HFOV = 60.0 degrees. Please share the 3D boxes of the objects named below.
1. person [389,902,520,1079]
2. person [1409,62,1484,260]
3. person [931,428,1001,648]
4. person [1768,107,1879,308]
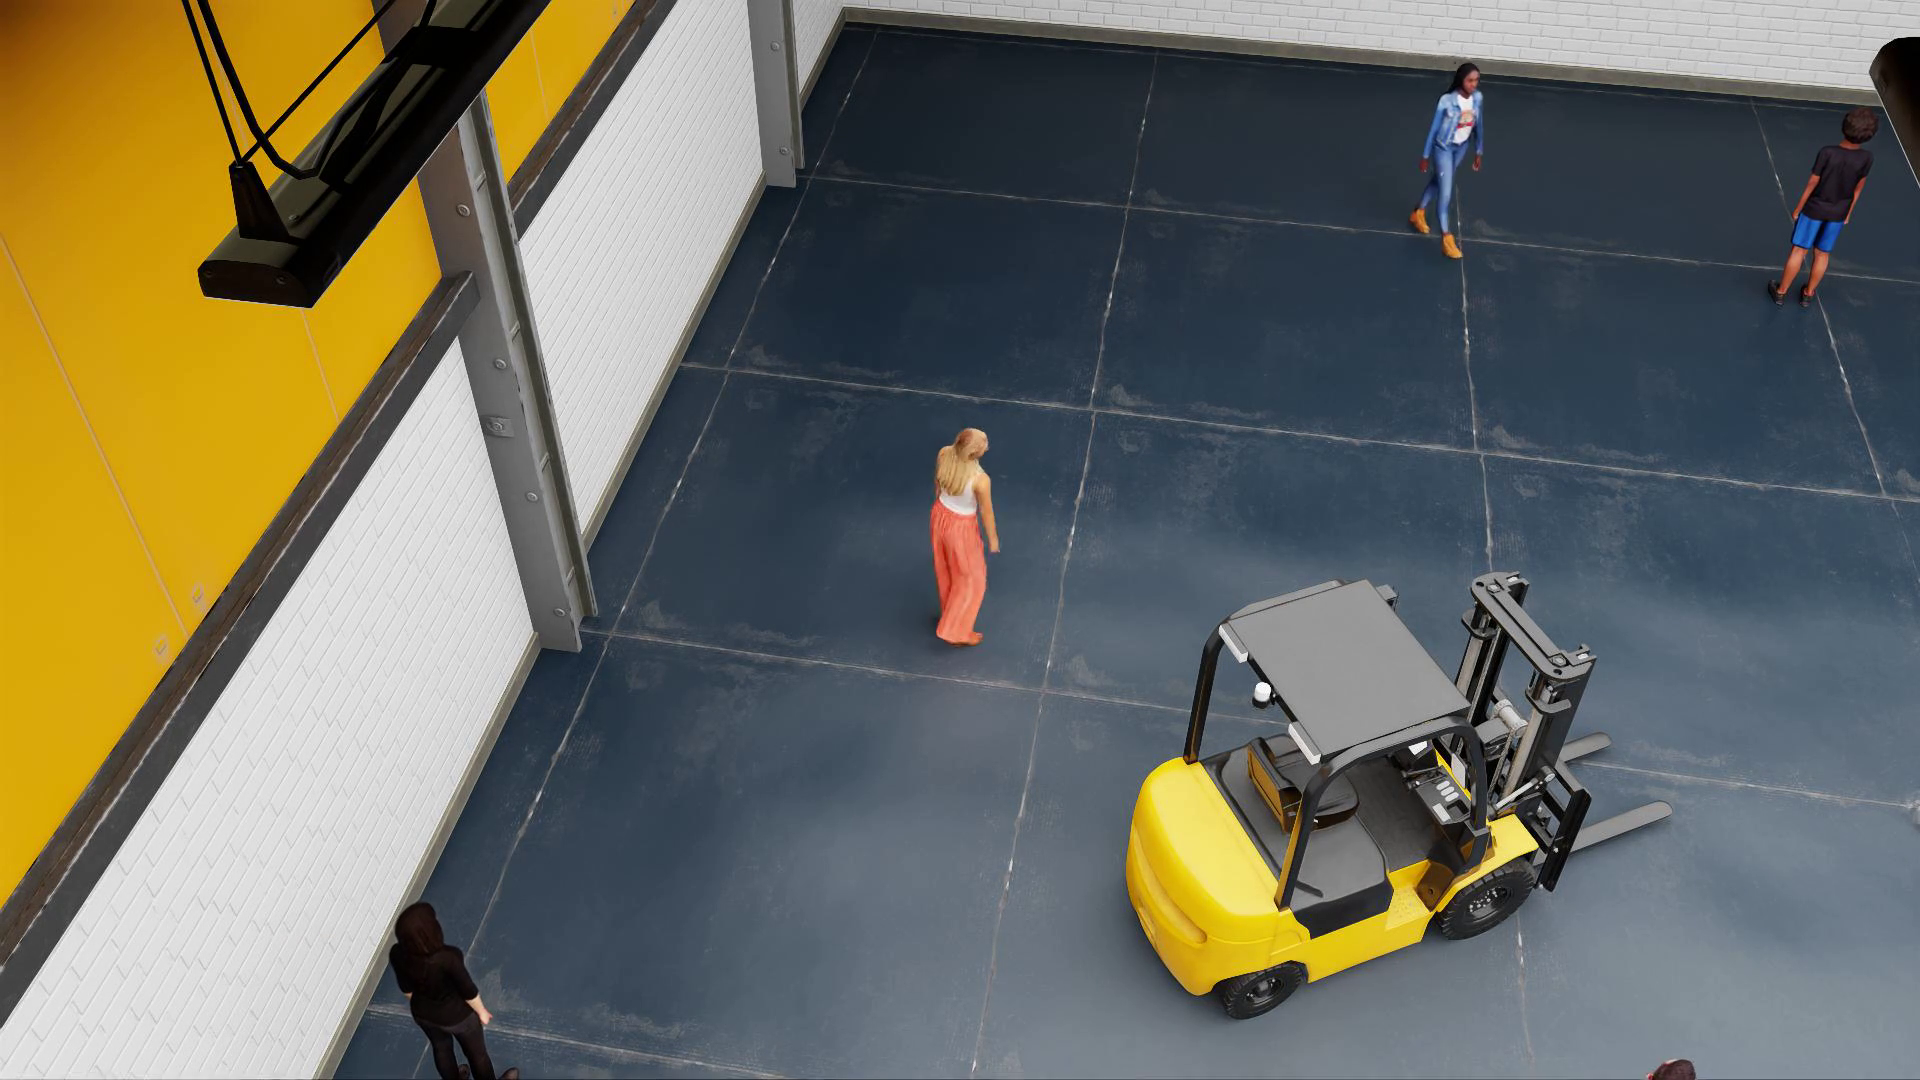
[{"bbox_3d":[-2.612,2.384,8.436,0.567,1.641,0.500,8,44,9],"label":"person"},{"bbox_3d":[4.193,-3.395,14.472,1.004,1.683,1.160,-17,46,-17],"label":"person"},{"bbox_3d":[-0.029,-0.080,10.920,0.809,1.782,0.851,19,47,19],"label":"person"},{"bbox_3d":[7.123,-2.725,13.685,0.585,1.799,0.554,8,44,9],"label":"person"}]
